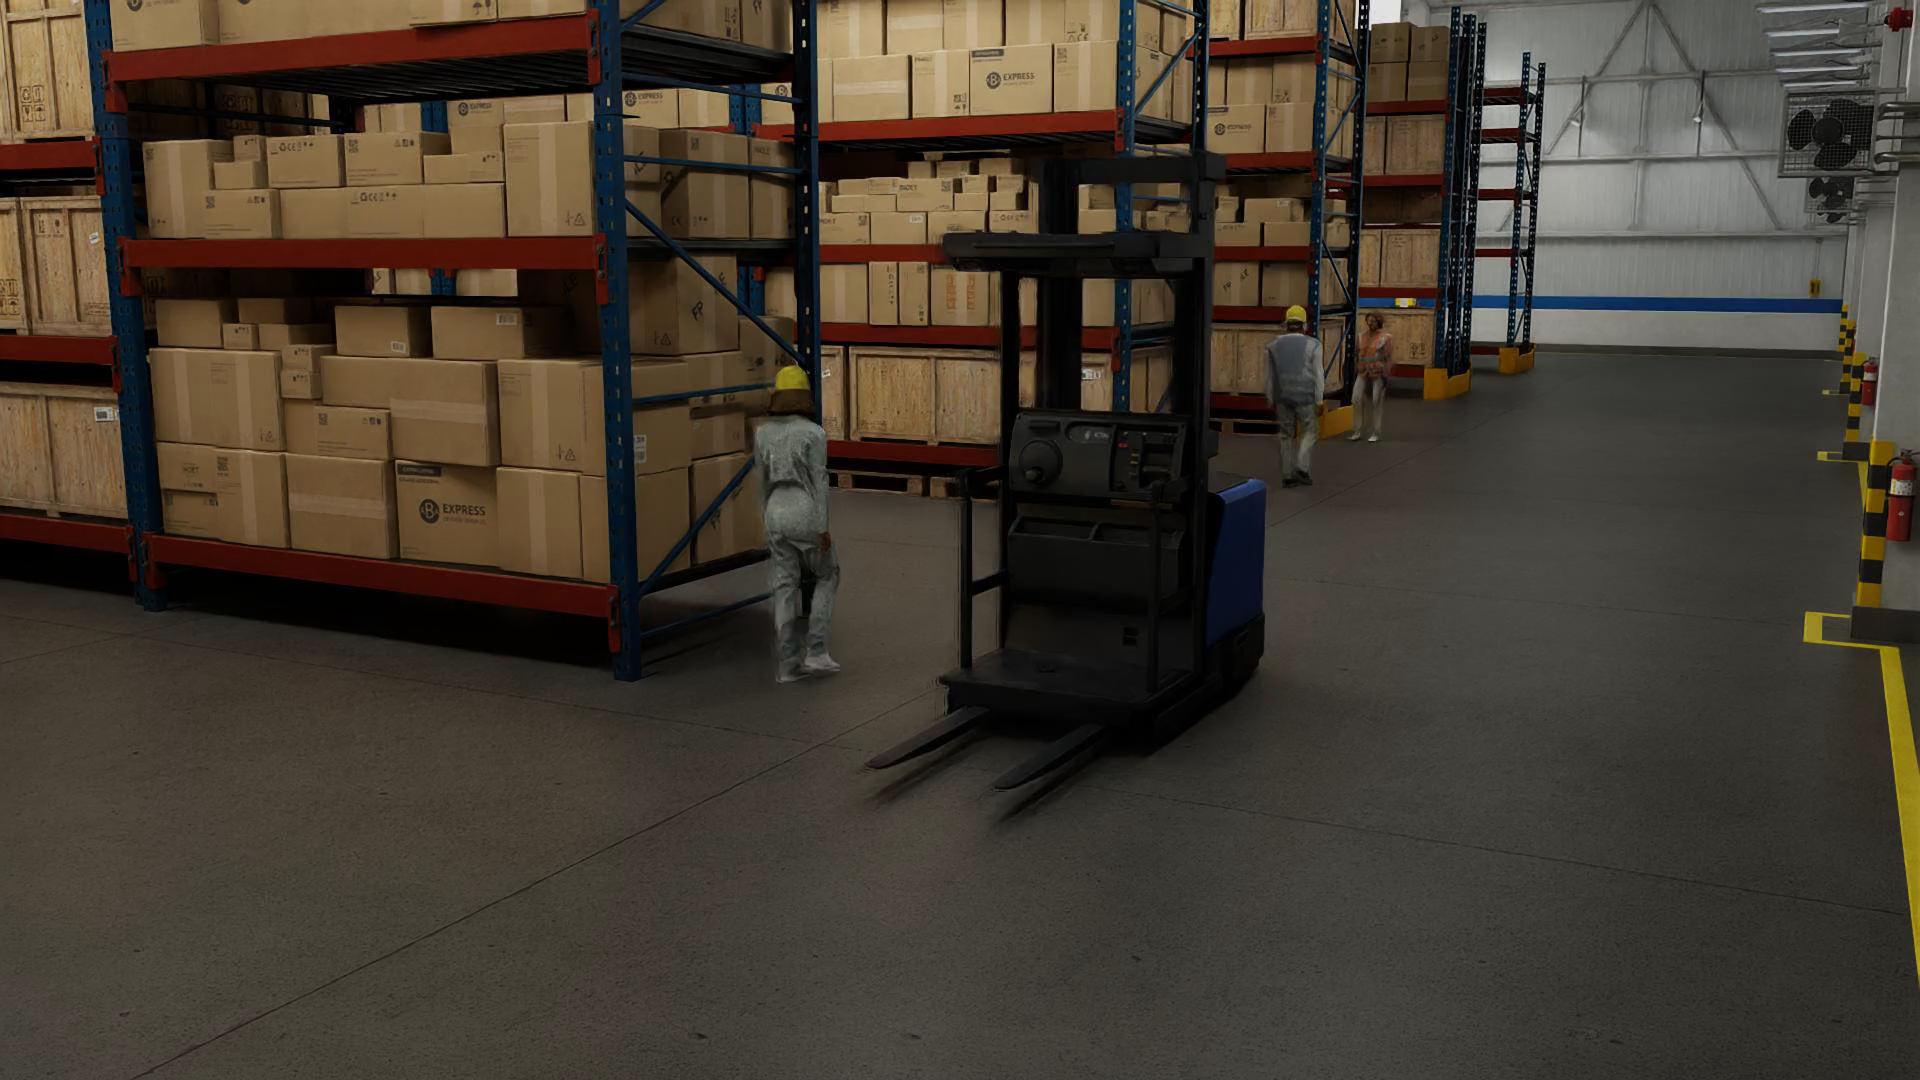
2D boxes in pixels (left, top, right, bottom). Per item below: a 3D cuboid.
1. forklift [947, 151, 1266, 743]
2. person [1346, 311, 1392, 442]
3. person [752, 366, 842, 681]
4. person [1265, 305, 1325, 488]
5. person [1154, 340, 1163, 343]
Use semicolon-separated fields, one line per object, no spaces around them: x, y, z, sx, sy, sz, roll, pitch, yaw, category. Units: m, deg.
0.857;-0.586;8.638;1.129;2.768;1.873;5;11;27;forklift
5.012;-1.996;20.422;0.533;1.619;0.586;9;13;41;person
-0.889;-0.091;9.111;0.507;1.711;0.502;5;11;28;person
3.318;-1.412;16.472;0.627;1.819;0.453;6;11;30;person
2.258;-2.098;20.801;0.675;1.711;0.460;-6;11;-29;person
